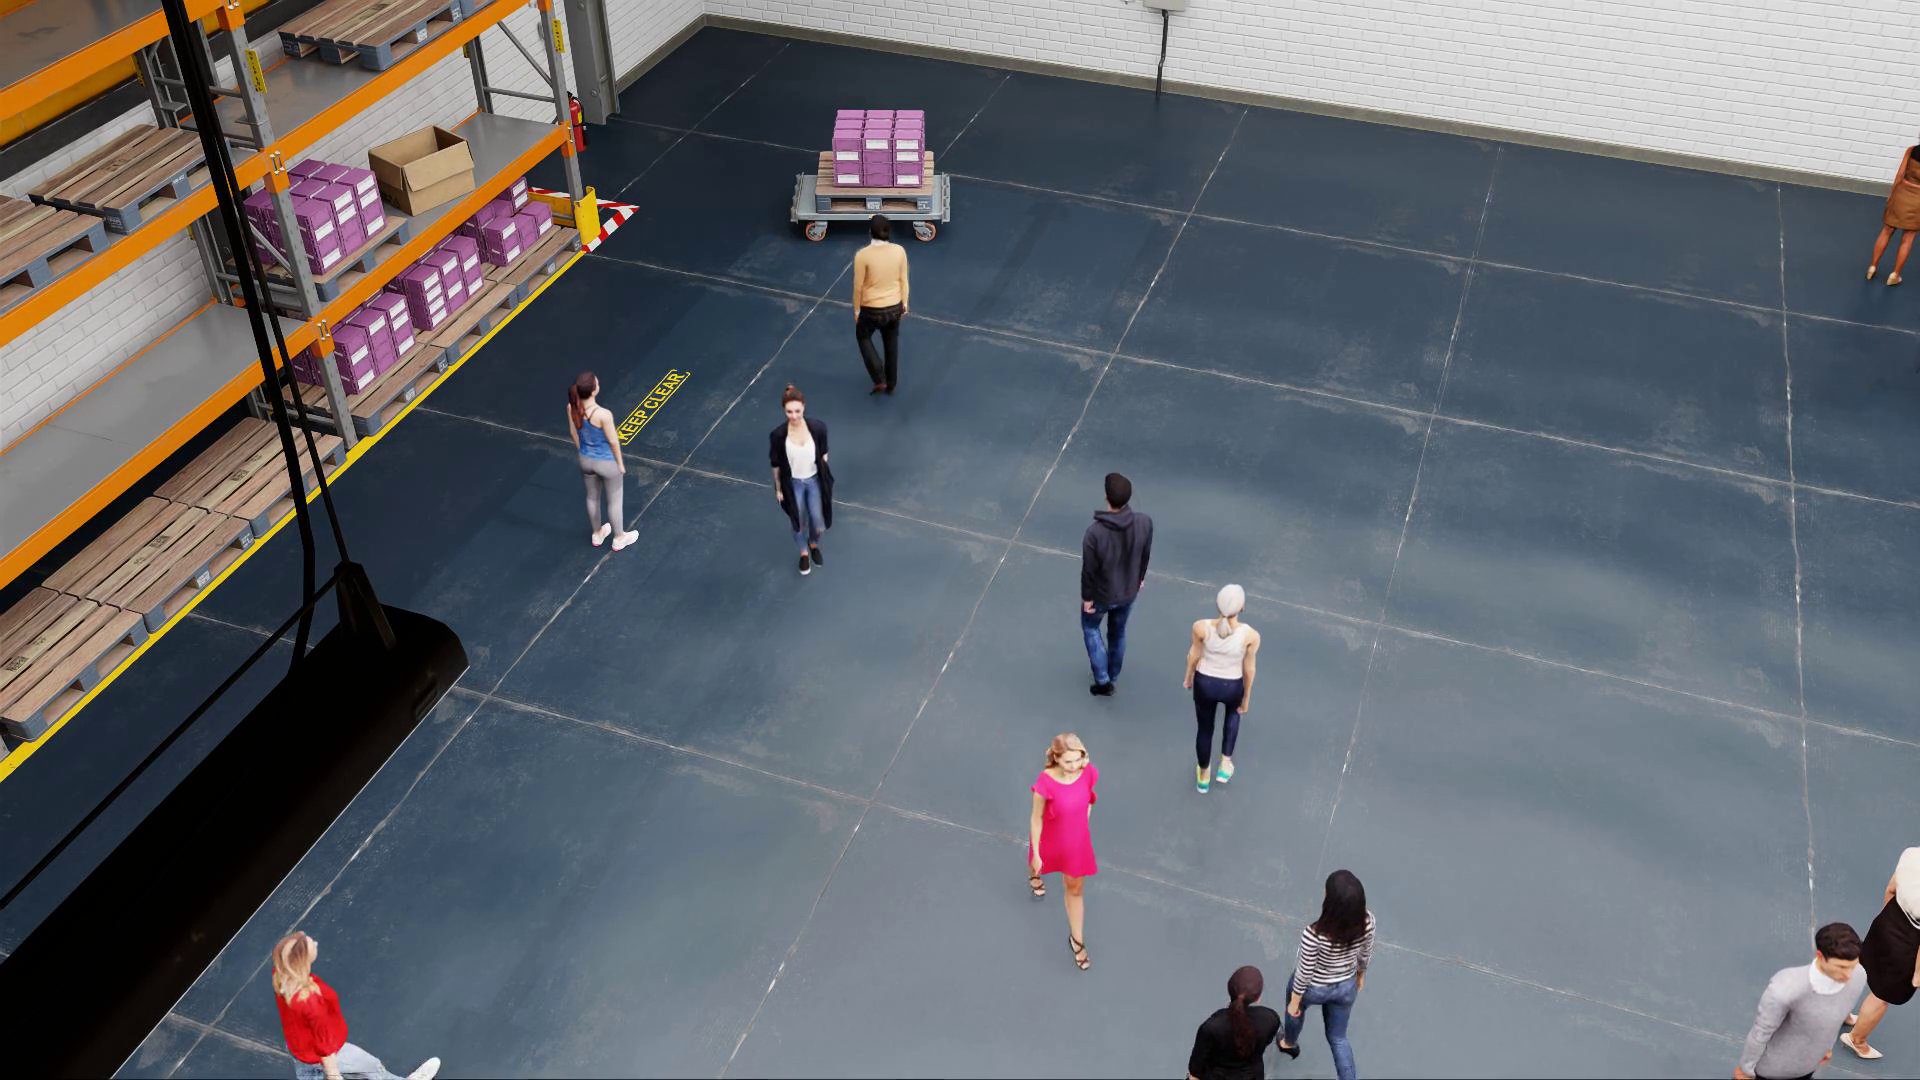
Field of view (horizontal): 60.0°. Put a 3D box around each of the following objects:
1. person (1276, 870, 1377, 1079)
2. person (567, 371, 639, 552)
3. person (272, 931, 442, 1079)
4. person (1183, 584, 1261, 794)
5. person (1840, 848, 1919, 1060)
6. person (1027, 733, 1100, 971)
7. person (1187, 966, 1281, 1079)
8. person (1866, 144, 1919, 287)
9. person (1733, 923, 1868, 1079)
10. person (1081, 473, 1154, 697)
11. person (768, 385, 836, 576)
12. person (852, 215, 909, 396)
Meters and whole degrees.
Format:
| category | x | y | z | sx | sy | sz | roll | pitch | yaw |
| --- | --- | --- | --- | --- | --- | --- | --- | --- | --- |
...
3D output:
| category | x | y | z | sx | sy | sz | roll | pitch | yaw |
| --- | --- | --- | --- | --- | --- | --- | --- | --- | --- |
| person | 2.001 | 2.492 | 8.930 | 1.027 | 1.766 | 1.168 | -10 | 40 | -12 |
| person | -2.812 | -0.620 | 12.952 | 0.570 | 1.610 | 0.541 | 15 | 41 | 18 |
| person | -3.434 | 2.729 | 8.721 | 0.881 | 1.657 | 1.181 | 28 | 46 | 30 |
| person | 1.672 | 1.034 | 10.815 | 0.649 | 1.691 | 0.642 | 6 | 39 | 7 |
| person | 5.224 | 2.237 | 9.258 | 0.761 | 1.756 | 0.592 | 0 | 39 | 0 |
| person | 0.554 | 1.724 | 9.960 | 0.982 | 1.681 | 1.087 | -14 | 41 | -17 |
| person | 1.403 | 2.879 | 8.556 | 0.840 | 1.629 | 0.979 | -5 | 39 | -6 |
| person | 9.271 | -3.293 | 16.237 | 0.635 | 1.686 | 0.624 | 29 | 47 | 31 |
| person | 4.267 | 2.637 | 8.623 | 0.839 | 1.923 | 0.863 | -11 | 40 | -13 |
| person | 1.082 | 0.390 | 11.472 | 0.857 | 1.877 | 0.915 | -10 | 40 | -12 |
| person | -1.216 | -0.484 | 12.732 | 0.780 | 1.673 | 0.821 | -6 | 39 | -8 |
| person | -0.676 | -1.993 | 14.565 | 0.849 | 1.743 | 0.907 | -14 | 41 | -17 |
